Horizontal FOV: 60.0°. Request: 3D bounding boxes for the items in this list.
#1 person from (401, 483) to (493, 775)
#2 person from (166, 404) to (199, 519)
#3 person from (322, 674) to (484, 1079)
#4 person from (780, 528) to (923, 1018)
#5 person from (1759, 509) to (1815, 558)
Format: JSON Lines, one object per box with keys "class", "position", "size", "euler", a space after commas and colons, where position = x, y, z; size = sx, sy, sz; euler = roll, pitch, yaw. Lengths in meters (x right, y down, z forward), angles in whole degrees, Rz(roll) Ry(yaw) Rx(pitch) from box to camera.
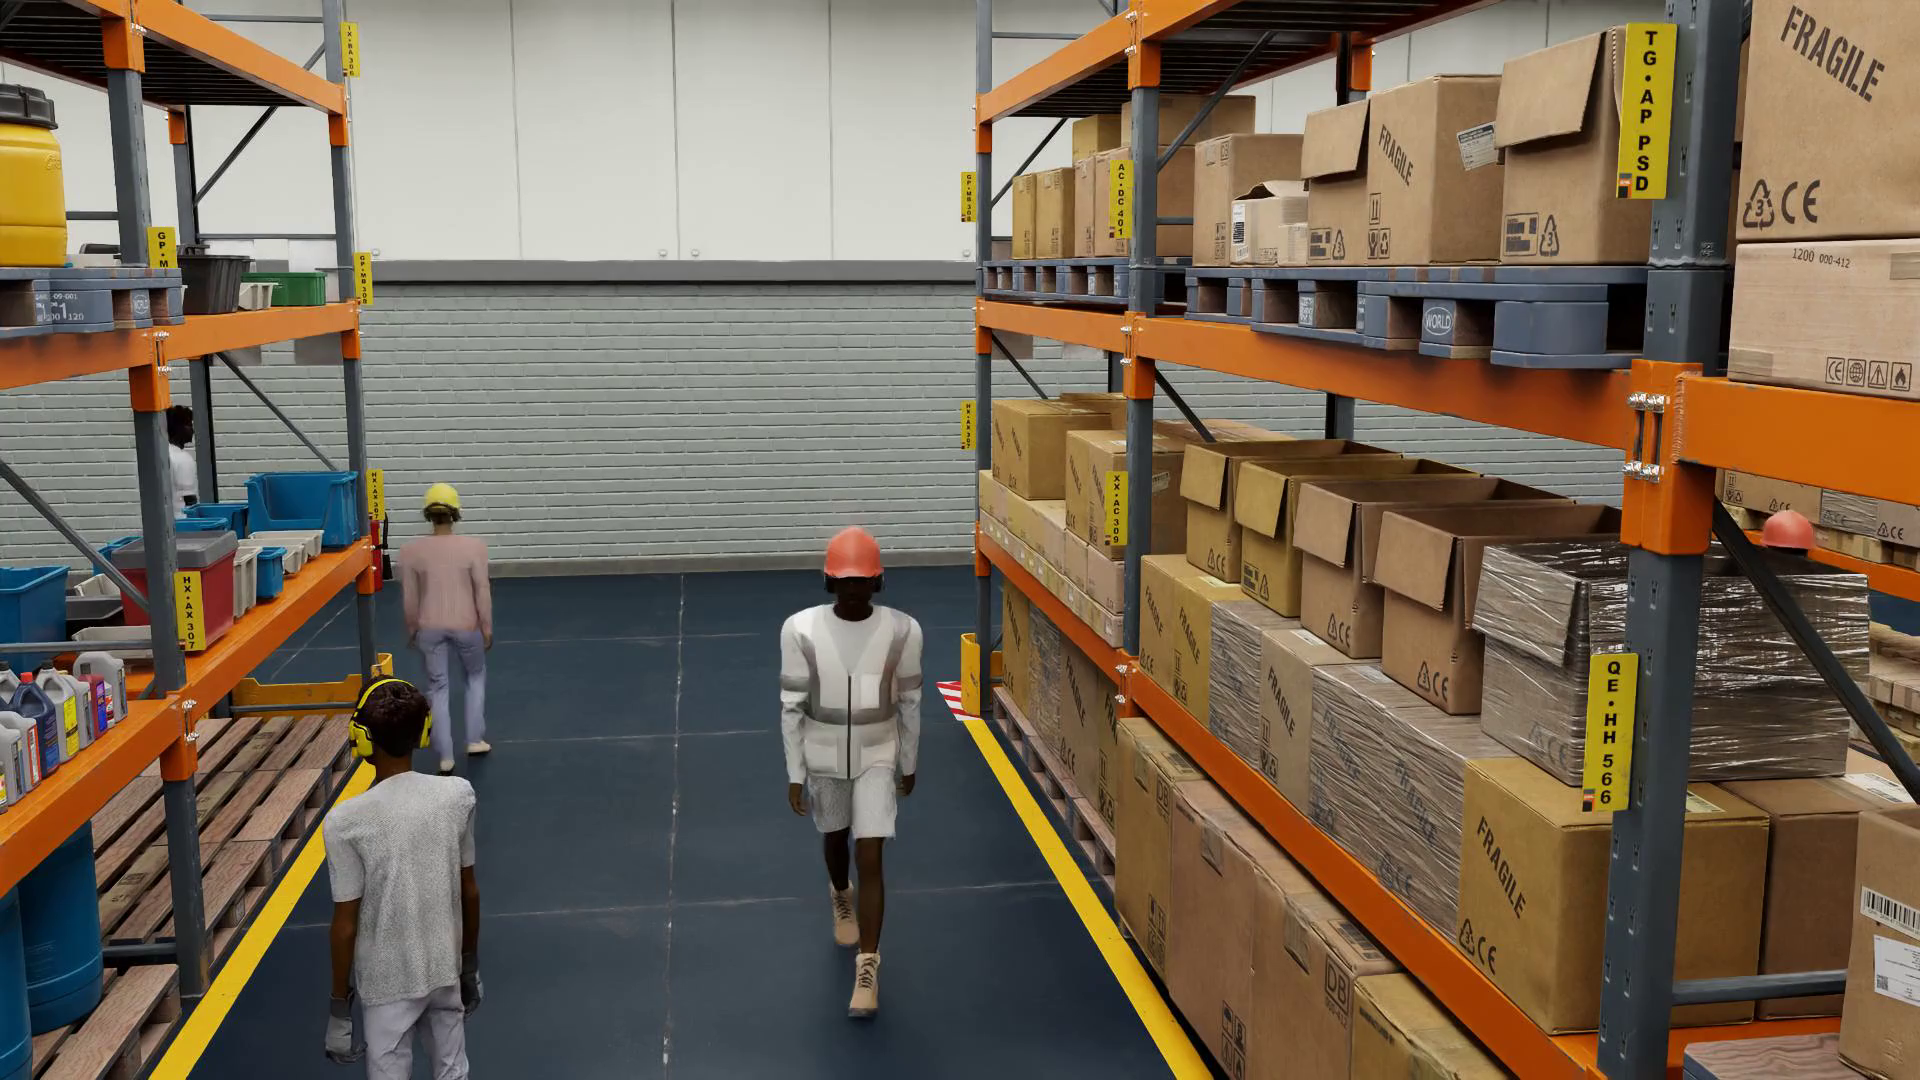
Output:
{"class": "person", "position": [-3.112, 0.524, 10.152], "size": [0.544, 1.743, 0.646], "euler": [-1, 9, -8]}
{"class": "person", "position": [-6.416, -0.137, 13.616], "size": [0.521, 1.949, 0.613], "euler": [-8, 12, -40]}
{"class": "person", "position": [-1.634, 1.323, 4.916], "size": [0.344, 1.864, 0.515], "euler": [7, 12, 37]}
{"class": "person", "position": [-0.454, 0.906, 7.100], "size": [0.598, 1.993, 1.067], "euler": [0, 9, -1]}
{"class": "person", "position": [3.922, 0.803, 7.990], "size": [0.550, 1.900, 0.962], "euler": [0, 9, 2]}
